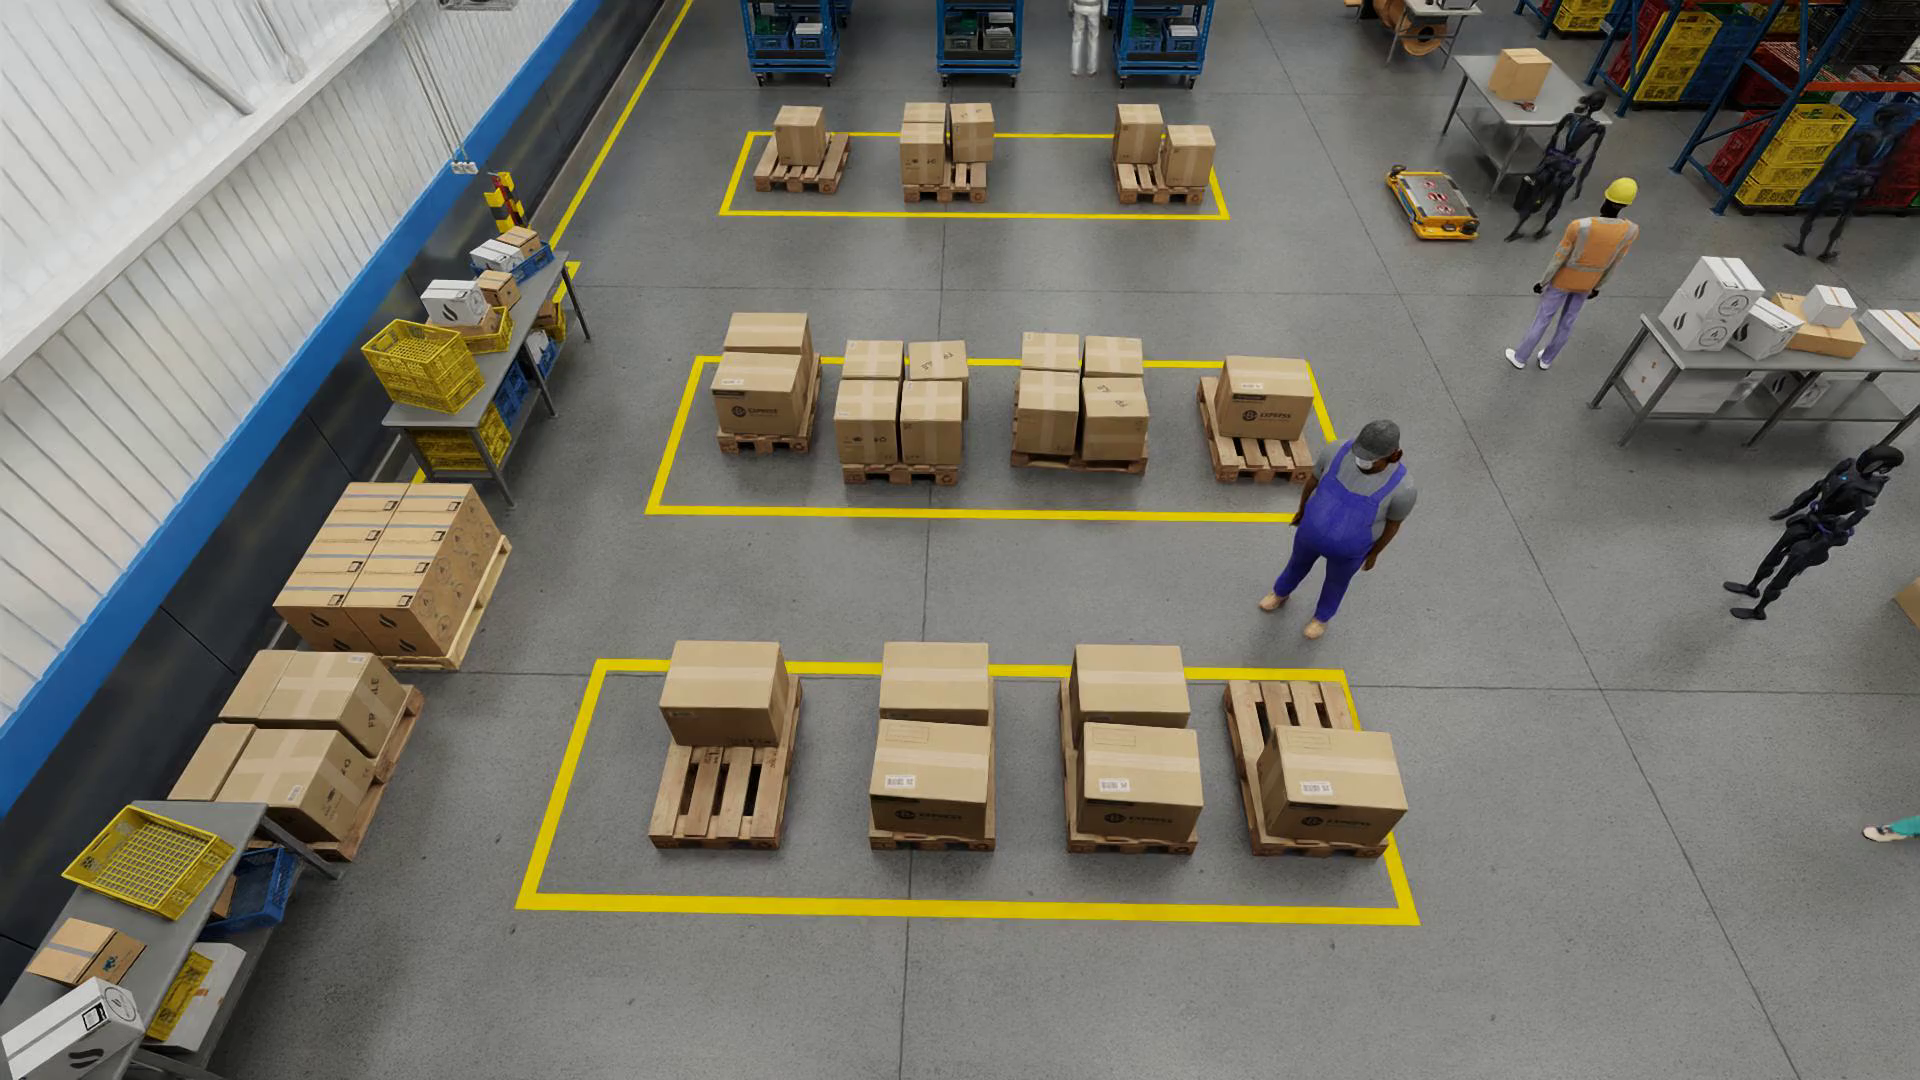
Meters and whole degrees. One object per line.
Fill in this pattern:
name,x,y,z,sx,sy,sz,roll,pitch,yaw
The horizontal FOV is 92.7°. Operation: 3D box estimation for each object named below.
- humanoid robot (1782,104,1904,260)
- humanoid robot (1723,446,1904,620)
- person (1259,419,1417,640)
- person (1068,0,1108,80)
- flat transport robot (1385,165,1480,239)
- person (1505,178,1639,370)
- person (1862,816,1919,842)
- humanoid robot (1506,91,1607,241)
humanoid robot,9.700,-3.878,9.977,0.706,1.627,0.390,12,50,10
humanoid robot,6.176,-0.063,6.655,0.330,1.651,0.577,14,51,12
person,2.628,-0.050,6.406,0.536,2.000,0.682,-37,58,-27
person,1.804,-7.525,12.980,0.581,1.882,0.351,12,50,11
flat transport robot,5.692,-4.094,11.059,0.652,0.197,1.431,1,49,1
person,5.706,-2.430,8.539,0.587,1.927,0.383,6,49,5
person,6.385,1.341,5.407,0.865,1.725,0.530,0,49,0
humanoid robot,6.670,-4.101,10.157,0.645,1.644,0.639,-24,53,-19
